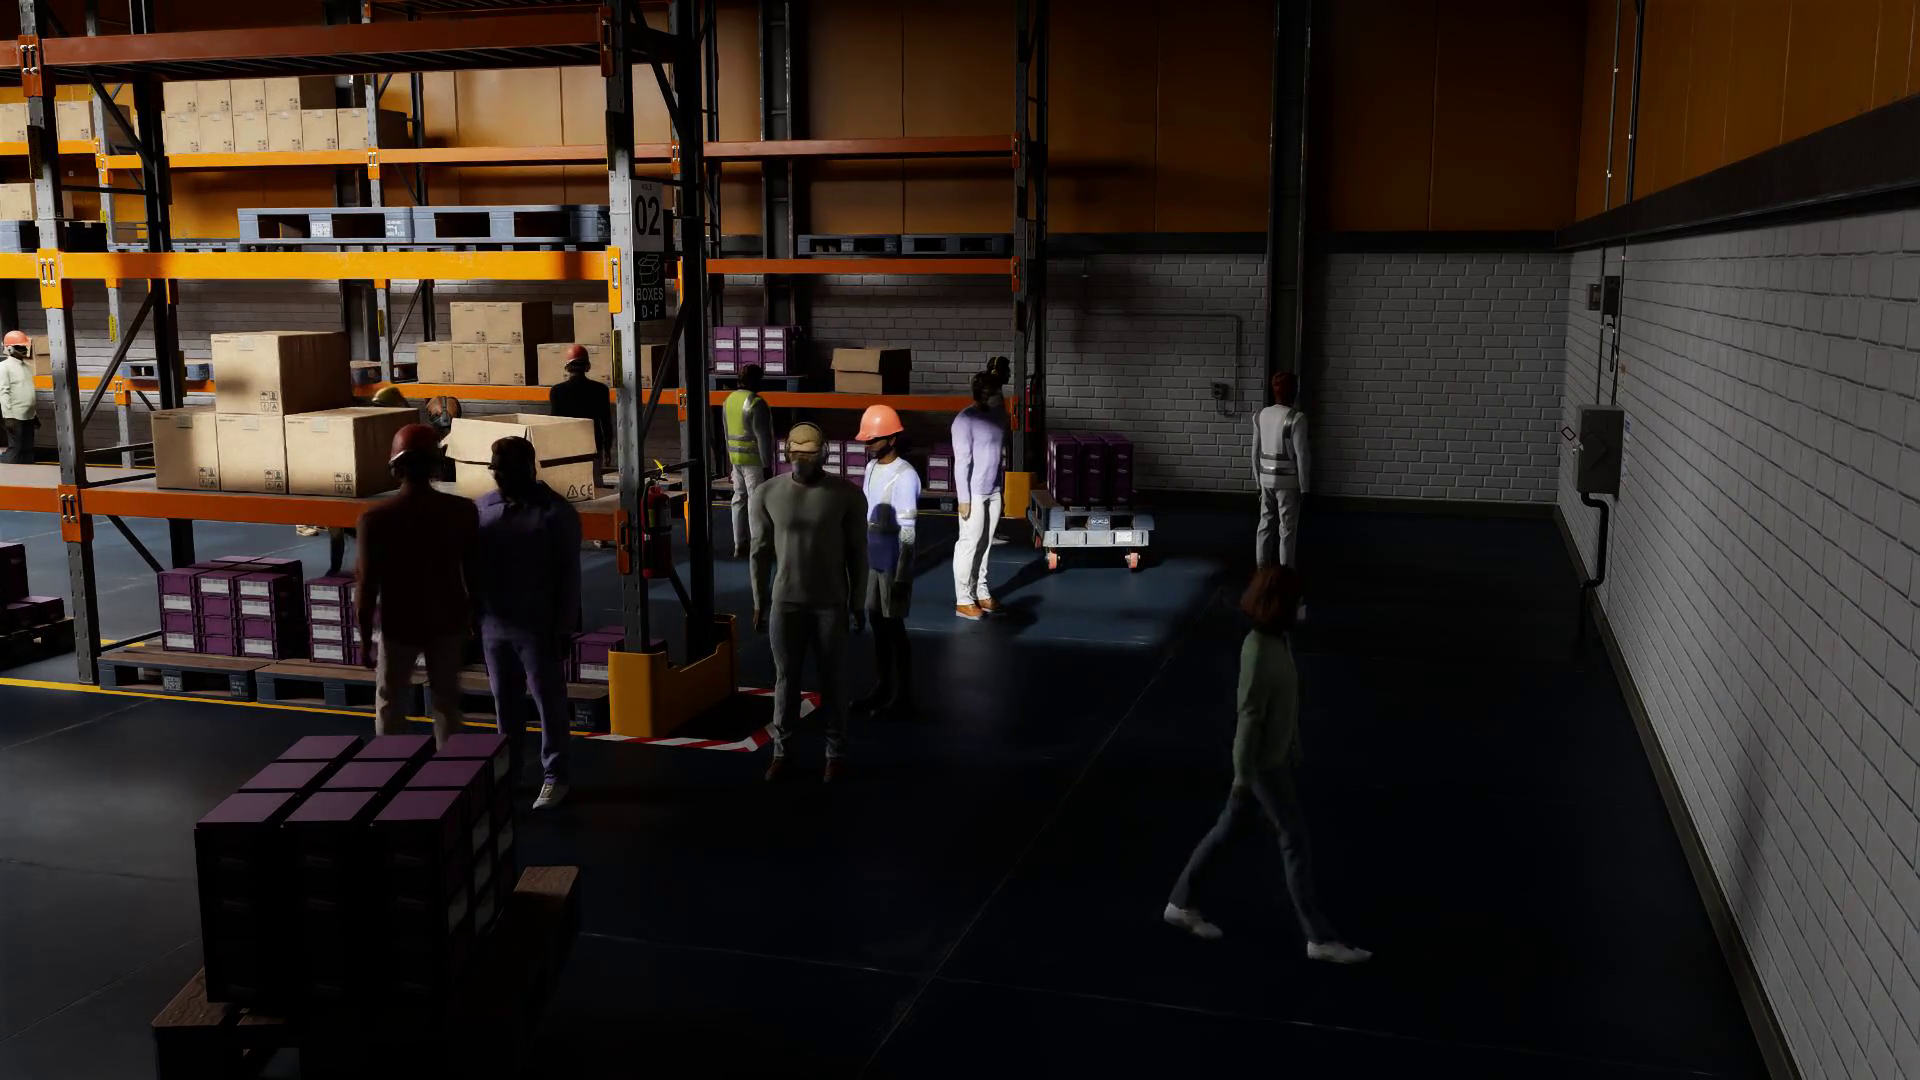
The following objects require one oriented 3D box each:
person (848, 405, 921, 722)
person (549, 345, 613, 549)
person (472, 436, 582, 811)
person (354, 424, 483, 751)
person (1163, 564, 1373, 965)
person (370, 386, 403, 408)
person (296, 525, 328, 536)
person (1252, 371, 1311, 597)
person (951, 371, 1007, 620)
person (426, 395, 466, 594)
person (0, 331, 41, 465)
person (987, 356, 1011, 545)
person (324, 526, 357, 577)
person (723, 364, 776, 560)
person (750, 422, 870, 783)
[{"bbox_3d":[-0.458,0.139,10.084,0.380,1.926,0.544,-5,11,-29],"label":"person"},{"bbox_3d":[-3.686,-0.896,16.164,0.623,1.992,0.396,-6,11,-30],"label":"person"},{"bbox_3d":[-2.230,0.420,8.436,0.638,1.902,0.406,4,10,23],"label":"person"},{"bbox_3d":[-2.722,0.401,8.341,0.650,1.973,0.657,-5,11,-30],"label":"person"},{"bbox_3d":[1.207,0.869,6.634,0.846,1.590,0.513,3,10,17],"label":"person"},{"bbox_3d":[-4.594,-0.326,13.317,0.613,1.784,0.777,-2,10,-11],"label":"person"},{"bbox_3d":[-6.664,-0.967,17.074,0.429,1.842,0.629,3,10,20],"label":"person"},{"bbox_3d":[2.680,-0.458,13.839,0.355,1.883,0.574,-7,12,-38],"label":"person"},{"bbox_3d":[0.164,-0.359,13.062,0.372,1.939,0.629,6,11,32],"label":"person"},{"bbox_3d":[-3.638,-0.123,11.967,0.430,1.835,0.621,-3,10,-15],"label":"person"},{"bbox_3d":[-11.122,-1.476,19.701,0.379,1.996,0.610,0,9,0],"label":"person"},{"bbox_3d":[0.354,-0.888,16.499,0.317,1.870,0.523,1,9,7],"label":"person"},{"bbox_3d":[-5.189,-0.519,14.138,0.824,1.913,0.553,-8,13,-42],"label":"person"},{"bbox_3d":[-1.949,-0.729,15.615,0.429,1.845,0.621,-8,12,-41],"label":"person"},{"bbox_3d":[-0.800,0.333,8.847,0.635,1.936,0.353,1,9,4],"label":"person"}]
